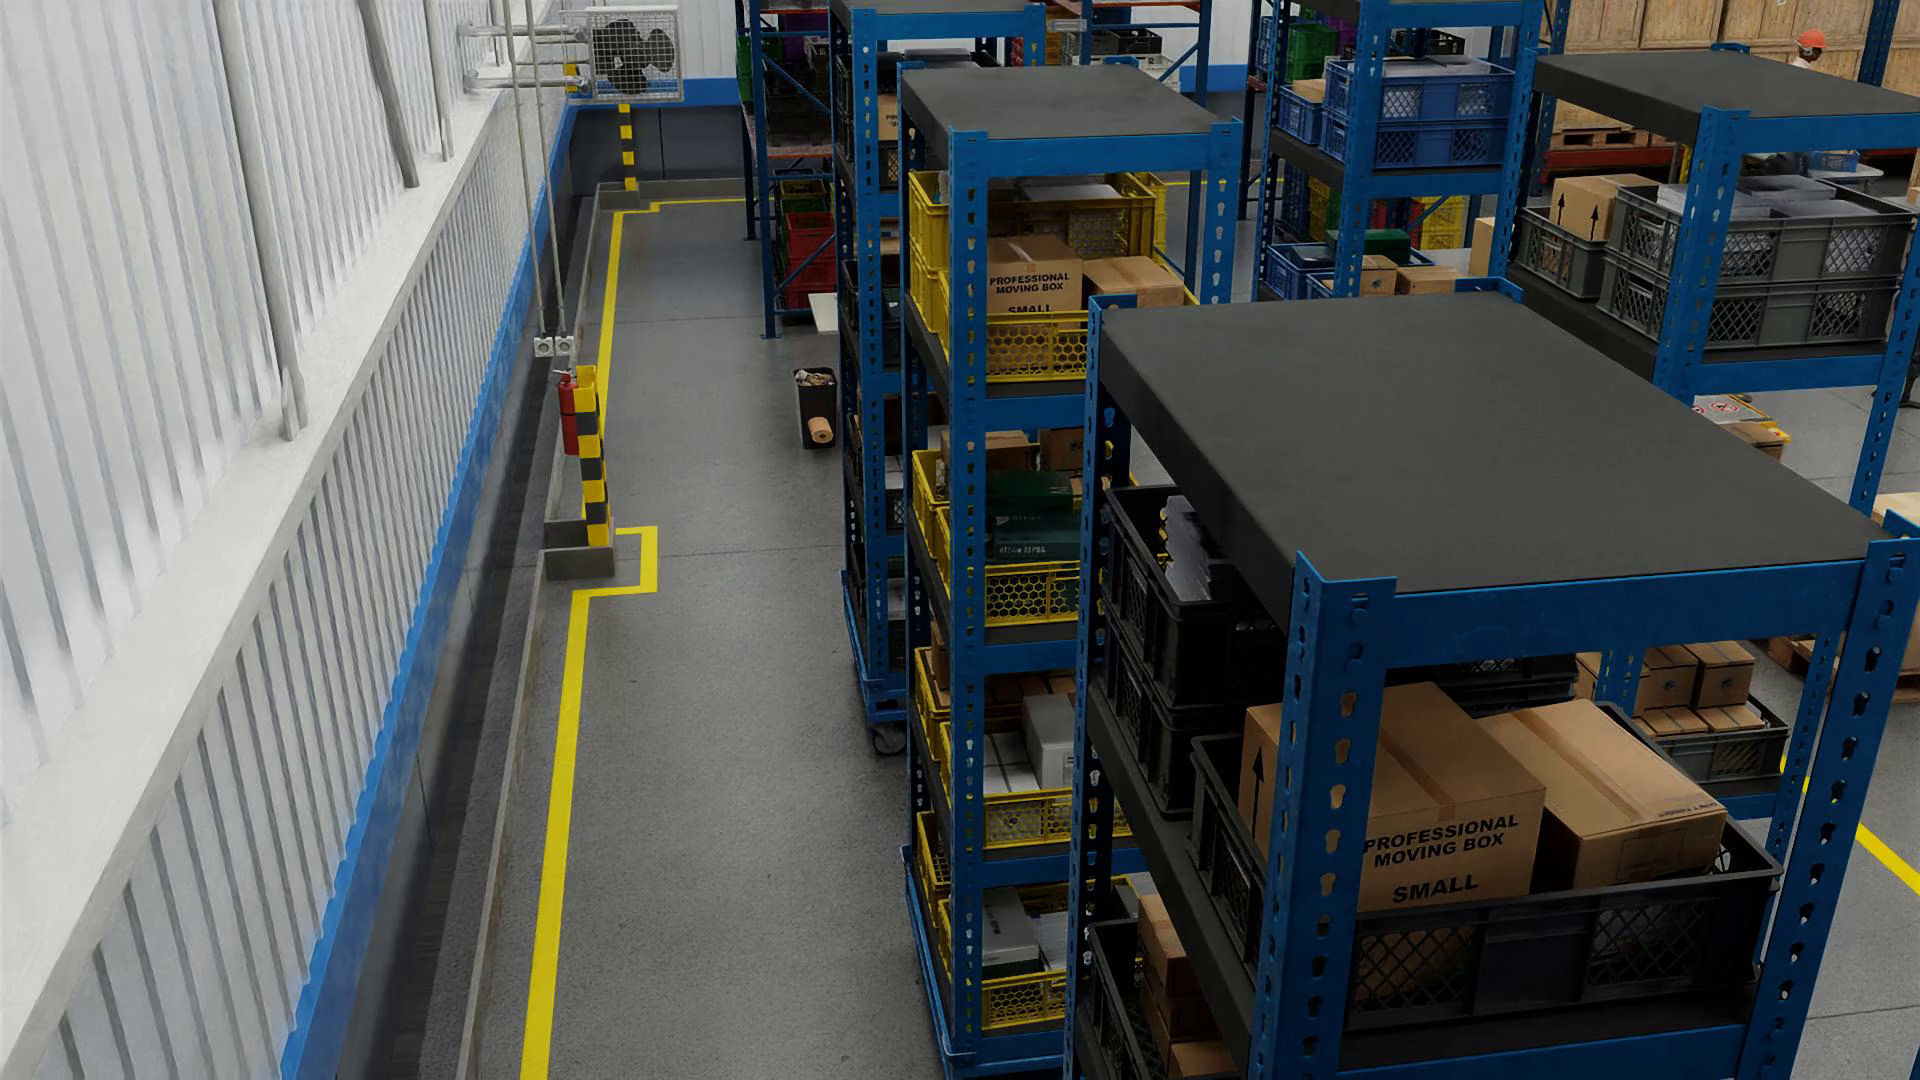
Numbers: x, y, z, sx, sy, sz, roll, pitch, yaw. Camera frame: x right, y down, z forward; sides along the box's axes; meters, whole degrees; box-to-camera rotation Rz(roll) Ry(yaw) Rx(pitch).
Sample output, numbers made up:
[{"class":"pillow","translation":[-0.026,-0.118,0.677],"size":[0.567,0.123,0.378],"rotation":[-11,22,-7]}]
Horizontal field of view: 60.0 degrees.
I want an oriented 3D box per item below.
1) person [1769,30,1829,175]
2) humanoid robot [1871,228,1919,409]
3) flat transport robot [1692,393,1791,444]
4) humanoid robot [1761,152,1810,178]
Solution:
[{"class":"person","translation":[9.024,-4.506,18.041],"size":[0.401,1.991,0.610],"rotation":[13,28,26]},{"class":"humanoid robot","translation":[7.314,-1.845,12.606],"size":[0.324,1.658,0.601],"rotation":[-3,25,-7]},{"class":"flat transport robot","translation":[5.224,-0.859,12.132],"size":[1.431,0.197,0.652],"rotation":[-4,25,-8]},{"class":"humanoid robot","translation":[7.327,-2.911,14.939],"size":[0.641,1.643,0.385],"rotation":[-8,26,-17]}]
